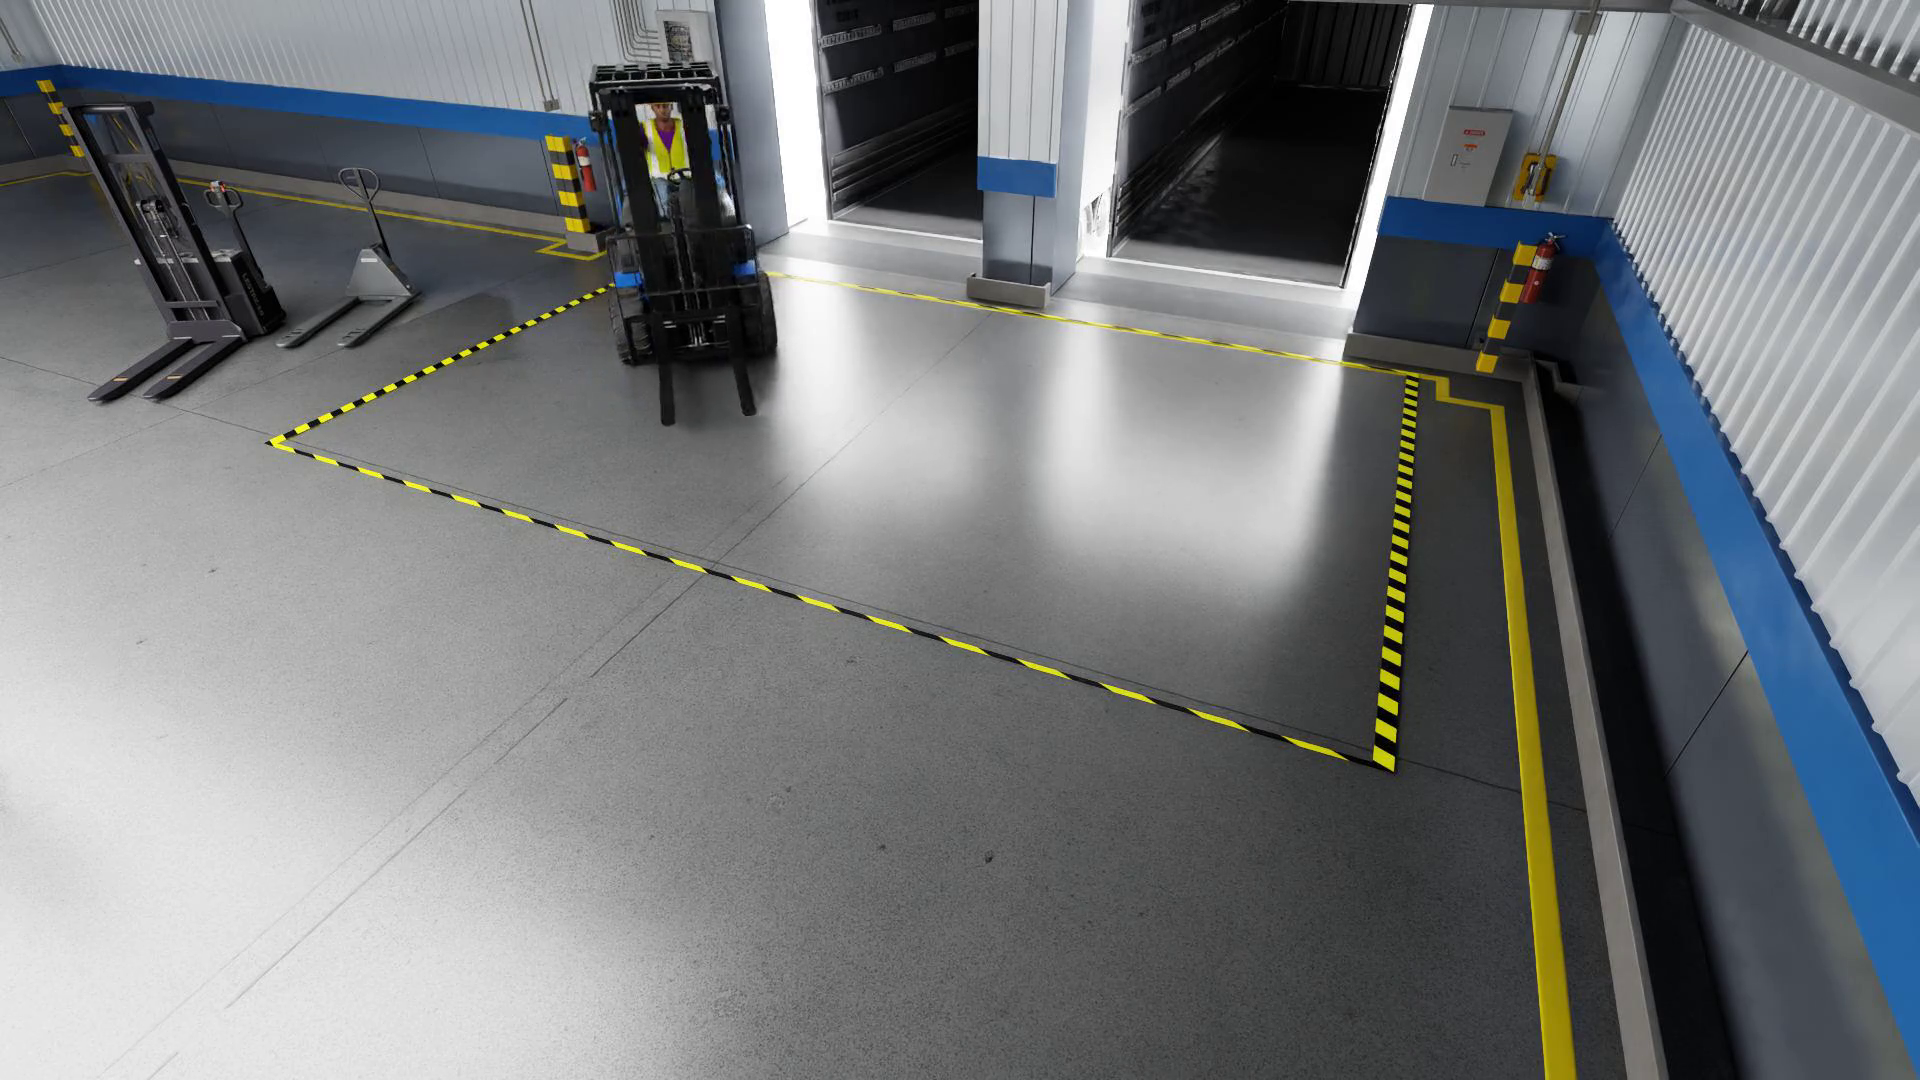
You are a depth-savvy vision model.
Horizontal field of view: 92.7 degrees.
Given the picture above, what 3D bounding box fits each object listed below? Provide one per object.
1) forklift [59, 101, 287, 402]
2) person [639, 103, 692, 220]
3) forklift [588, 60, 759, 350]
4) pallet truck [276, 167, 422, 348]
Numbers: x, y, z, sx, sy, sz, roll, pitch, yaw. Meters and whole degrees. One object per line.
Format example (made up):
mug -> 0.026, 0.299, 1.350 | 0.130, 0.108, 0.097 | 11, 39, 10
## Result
forklift -> -6.686, -2.387, 7.434 | 0.823, 1.965, 1.885 | -3, 35, -5
person -> -2.492, -3.152, 7.891 | 0.635, 1.294, 1.002 | -9, 36, -13
forklift -> -2.501, -3.033, 8.048 | 1.157, 2.036, 2.680 | -9, 36, -13
pallet truck -> -5.732, -2.611, 8.414 | 0.680, 1.201, 1.601 | -1, 35, -1
